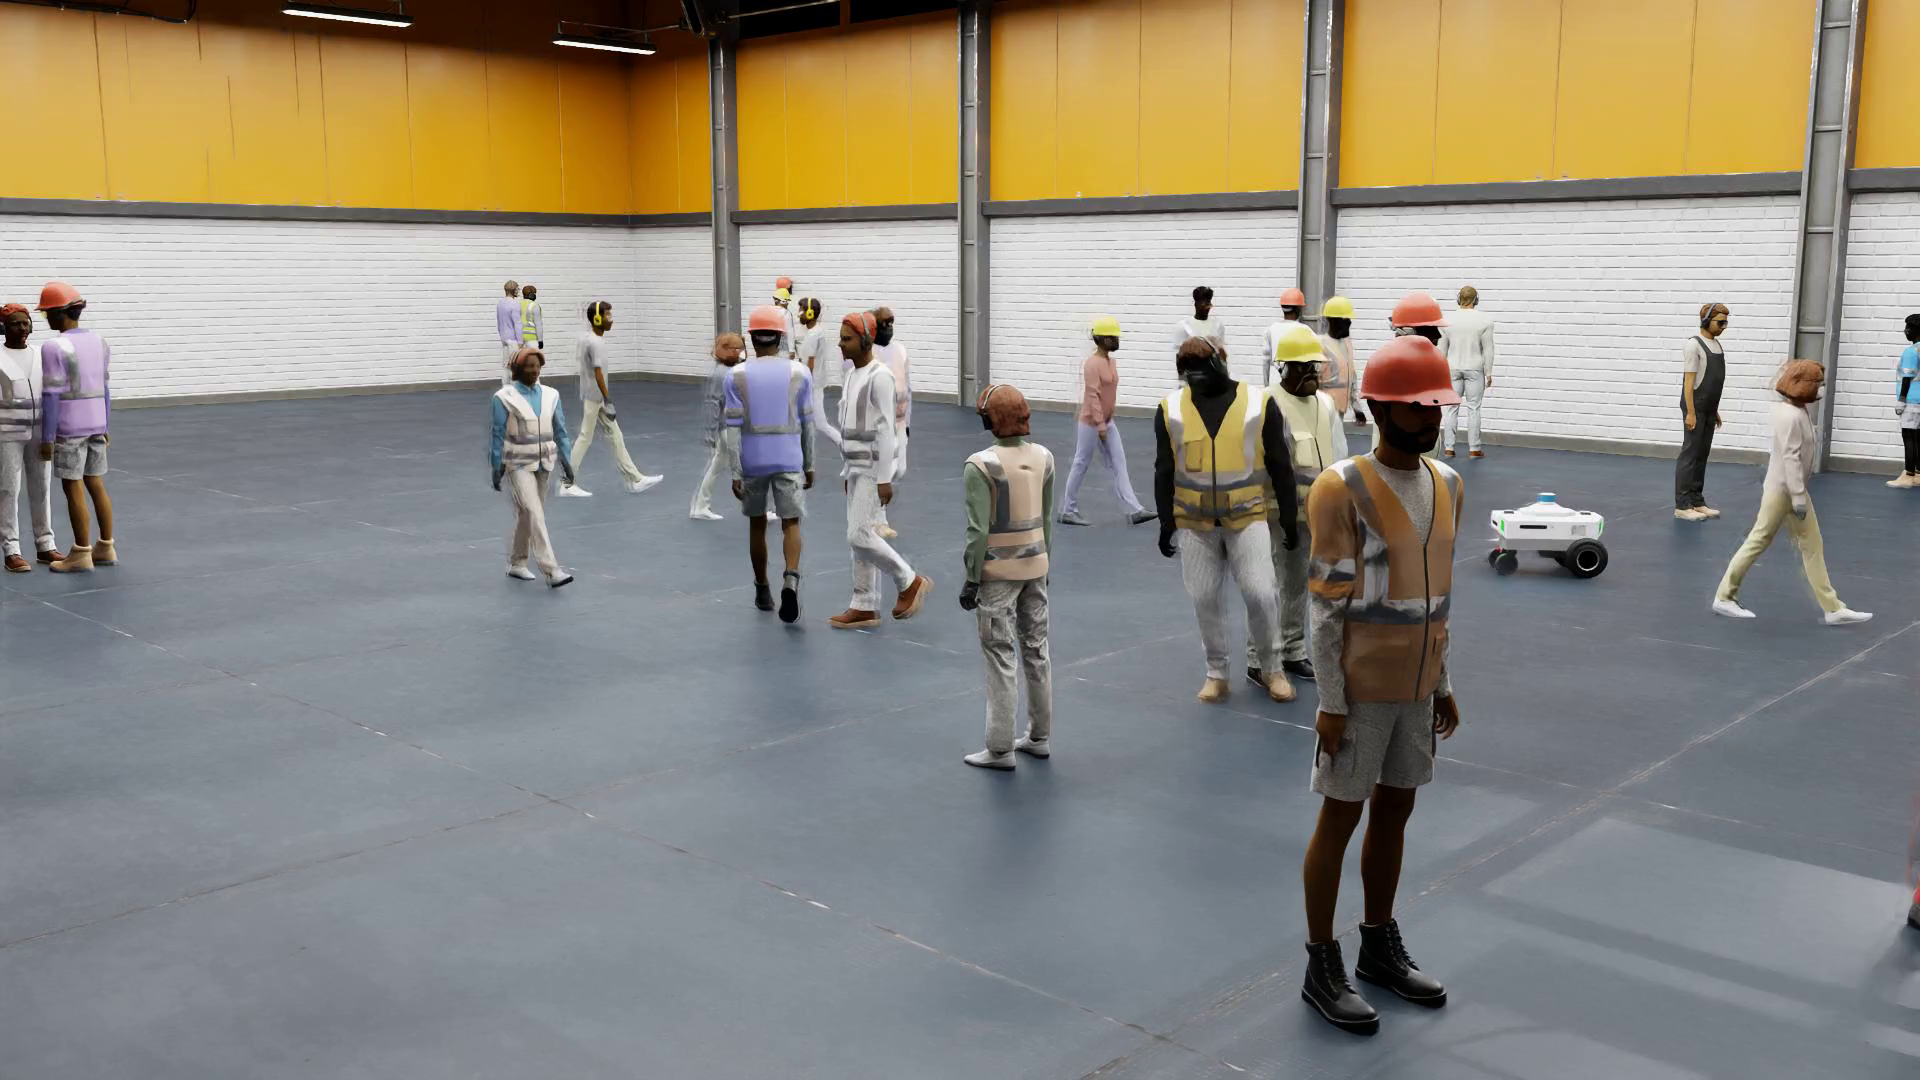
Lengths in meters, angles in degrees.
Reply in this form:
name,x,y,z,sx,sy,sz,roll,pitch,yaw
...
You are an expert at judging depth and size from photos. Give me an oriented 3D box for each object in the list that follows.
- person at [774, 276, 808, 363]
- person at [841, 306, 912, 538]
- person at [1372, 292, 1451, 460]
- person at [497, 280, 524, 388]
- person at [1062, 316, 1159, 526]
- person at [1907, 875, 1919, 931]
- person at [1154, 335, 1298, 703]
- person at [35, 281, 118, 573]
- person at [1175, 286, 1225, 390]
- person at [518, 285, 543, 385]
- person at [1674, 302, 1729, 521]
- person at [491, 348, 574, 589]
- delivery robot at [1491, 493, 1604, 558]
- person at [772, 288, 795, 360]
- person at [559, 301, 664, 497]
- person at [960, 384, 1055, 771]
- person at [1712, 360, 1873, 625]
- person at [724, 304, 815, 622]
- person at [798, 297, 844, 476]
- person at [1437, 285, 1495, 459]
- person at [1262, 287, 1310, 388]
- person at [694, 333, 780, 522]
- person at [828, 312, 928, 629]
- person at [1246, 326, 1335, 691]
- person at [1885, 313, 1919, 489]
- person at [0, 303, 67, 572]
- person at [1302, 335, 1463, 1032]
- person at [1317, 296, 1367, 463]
name,x,y,z,sx,sy,sz,roll,pitch,yaw
person,-2.694,-3.308,27.242,0.765,2.000,0.361,-6,11,-31
person,-0.681,-0.947,13.273,0.624,1.831,0.616,-7,12,-37
person,2.356,-0.299,8.779,0.383,1.996,0.609,5,10,28
person,-7.178,-3.188,26.672,0.357,1.938,0.637,-8,12,-42
person,1.231,-0.951,13.612,0.893,1.724,0.551,5,11,30
person,3.275,0.467,4.919,0.532,1.727,0.887,-4,10,-21
person,1.275,-0.085,8.094,0.718,1.807,0.429,3,10,15
person,-6.192,-0.783,11.637,0.394,2.035,0.618,1,9,9
person,2.607,-1.799,18.155,0.638,1.939,0.584,-3,10,-19
person,-7.340,-3.426,28.425,0.634,1.841,0.429,6,11,34
person,6.293,-1.086,14.086,0.505,1.840,0.346,-8,12,-41
person,-2.828,-0.482,11.107,0.848,1.586,0.538,8,12,40
delivery robot,4.081,-0.084,11.586,0.707,0.478,0.477,1,9,7
person,-2.722,-2.929,25.440,0.586,1.823,0.403,8,12,42
person,-3.303,-1.303,15.487,0.980,1.816,0.552,-1,9,-8
person,0.205,0.160,7.067,0.517,1.636,0.313,-9,13,-44
person,4.973,-0.281,9.915,0.874,1.581,0.523,7,12,37
person,-1.147,-0.465,10.057,0.546,1.914,0.839,-1,9,-6
person,-1.454,-1.559,16.990,0.901,1.841,0.514,-1,9,-8
person,5.642,-1.866,18.584,0.627,1.935,0.371,5,11,29
person,3.283,-1.541,16.579,0.549,1.936,0.372,8,12,42
person,-1.884,-0.933,13.897,0.850,1.580,0.518,2,10,14
person,-0.516,-0.401,9.784,0.494,1.872,0.605,-4,10,-23
person,1.687,-0.163,8.445,0.591,1.833,0.404,-6,11,-34
person,9.253,-1.346,16.141,0.532,1.691,0.318,-8,12,-40
person,-6.607,-0.723,11.734,0.355,1.882,0.575,5,11,29
person,1.214,0.397,4.692,0.545,1.939,0.374,-6,11,-31
person,3.134,-1.156,14.352,0.854,1.900,0.582,7,11,36
